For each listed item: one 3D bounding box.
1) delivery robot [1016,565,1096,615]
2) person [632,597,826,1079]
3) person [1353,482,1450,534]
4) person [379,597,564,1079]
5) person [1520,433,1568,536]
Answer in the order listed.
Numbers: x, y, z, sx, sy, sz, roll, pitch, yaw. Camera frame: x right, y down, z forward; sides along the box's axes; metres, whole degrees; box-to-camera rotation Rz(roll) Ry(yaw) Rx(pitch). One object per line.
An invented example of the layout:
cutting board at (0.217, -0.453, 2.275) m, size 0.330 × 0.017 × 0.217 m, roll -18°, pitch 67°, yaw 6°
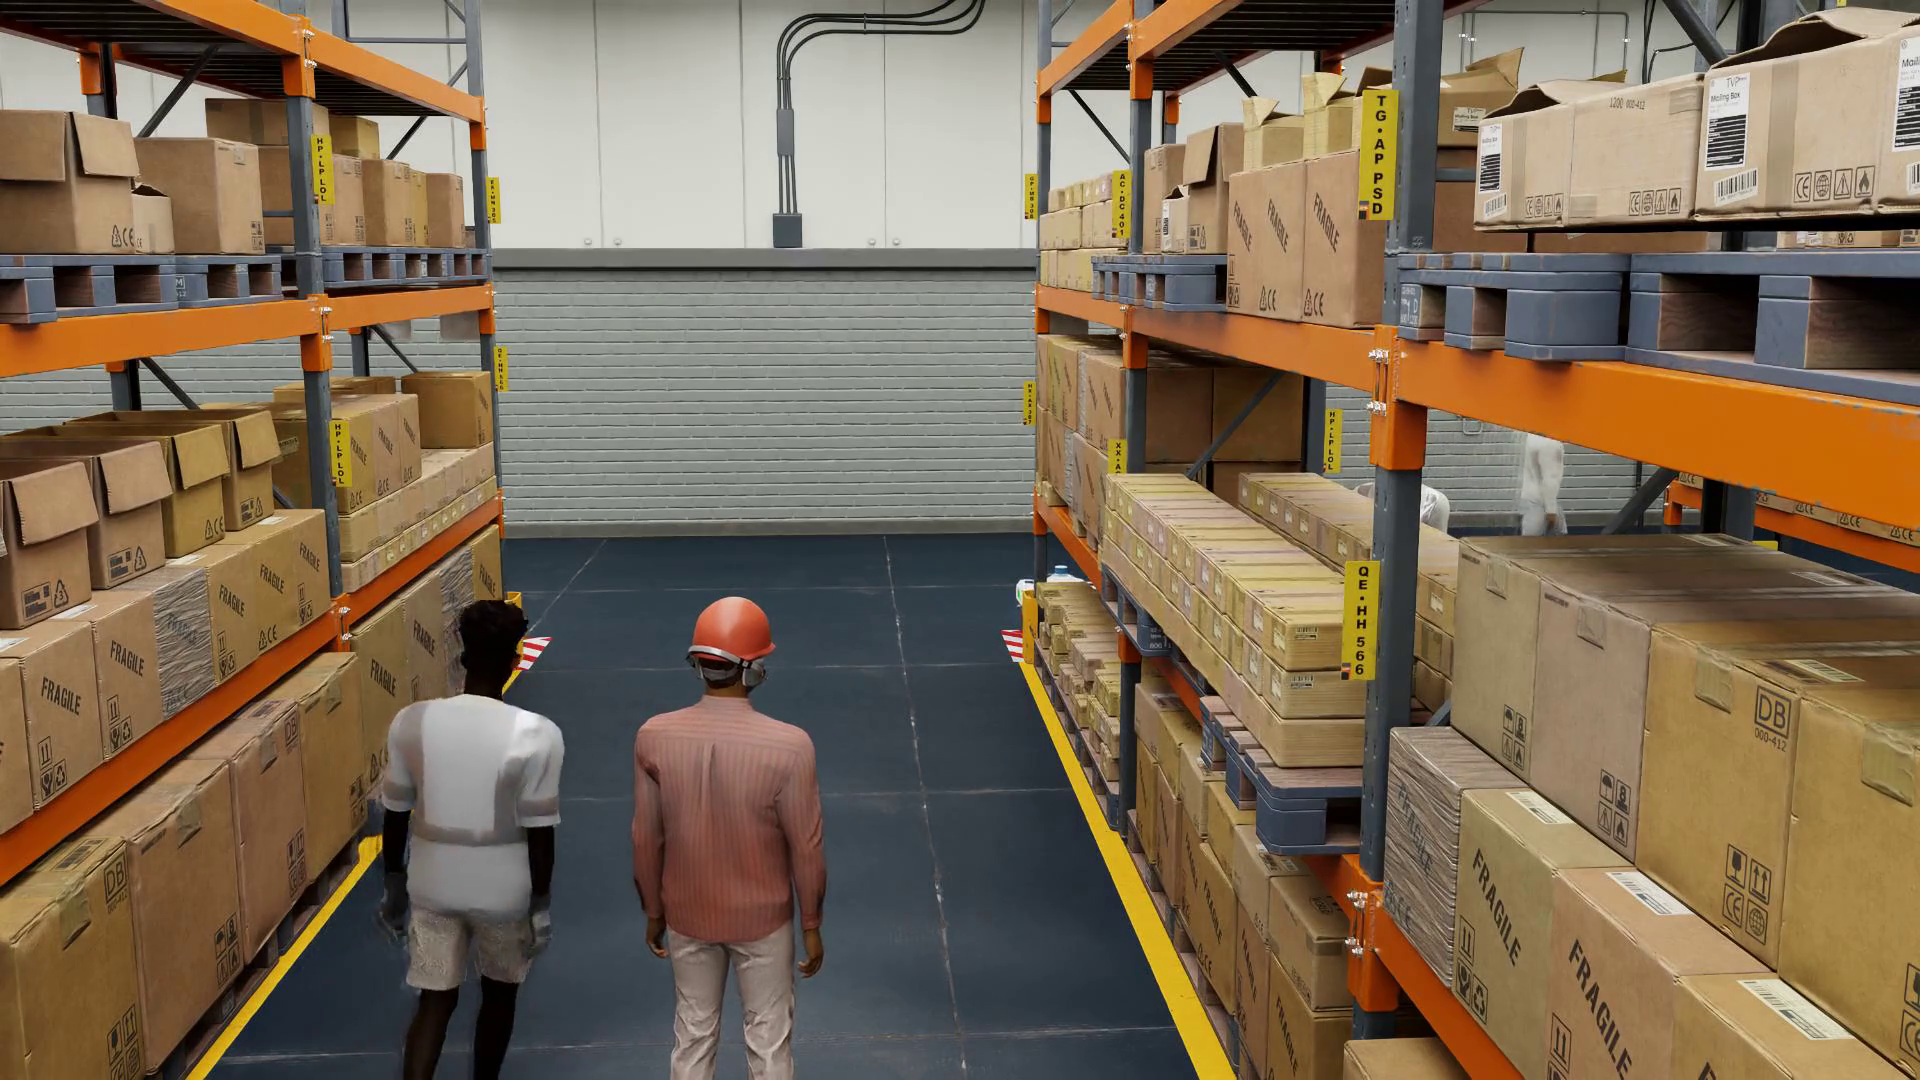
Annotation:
delivery robot at (0.812, 0.449, 13.395) m, size 0.707 × 0.478 × 0.477 m, roll 2°, pitch 10°, yaw 11°
person at (-0.711, 1.162, 5.234) m, size 0.617 × 1.993 × 0.396 m, roll 2°, pitch 10°, yaw 14°
person at (2.602, 0.329, 10.010) m, size 0.608 × 2.042 × 0.375 m, roll 5°, pitch 11°, yaw 25°
person at (-1.632, 1.166, 5.438) m, size 0.642 × 1.924 × 0.808 m, roll 1°, pitch 10°, yaw 7°
person at (4.955, -0.333, 14.341) m, size 0.981 × 1.905 × 0.644 m, roll 2°, pitch 10°, yaw 14°
